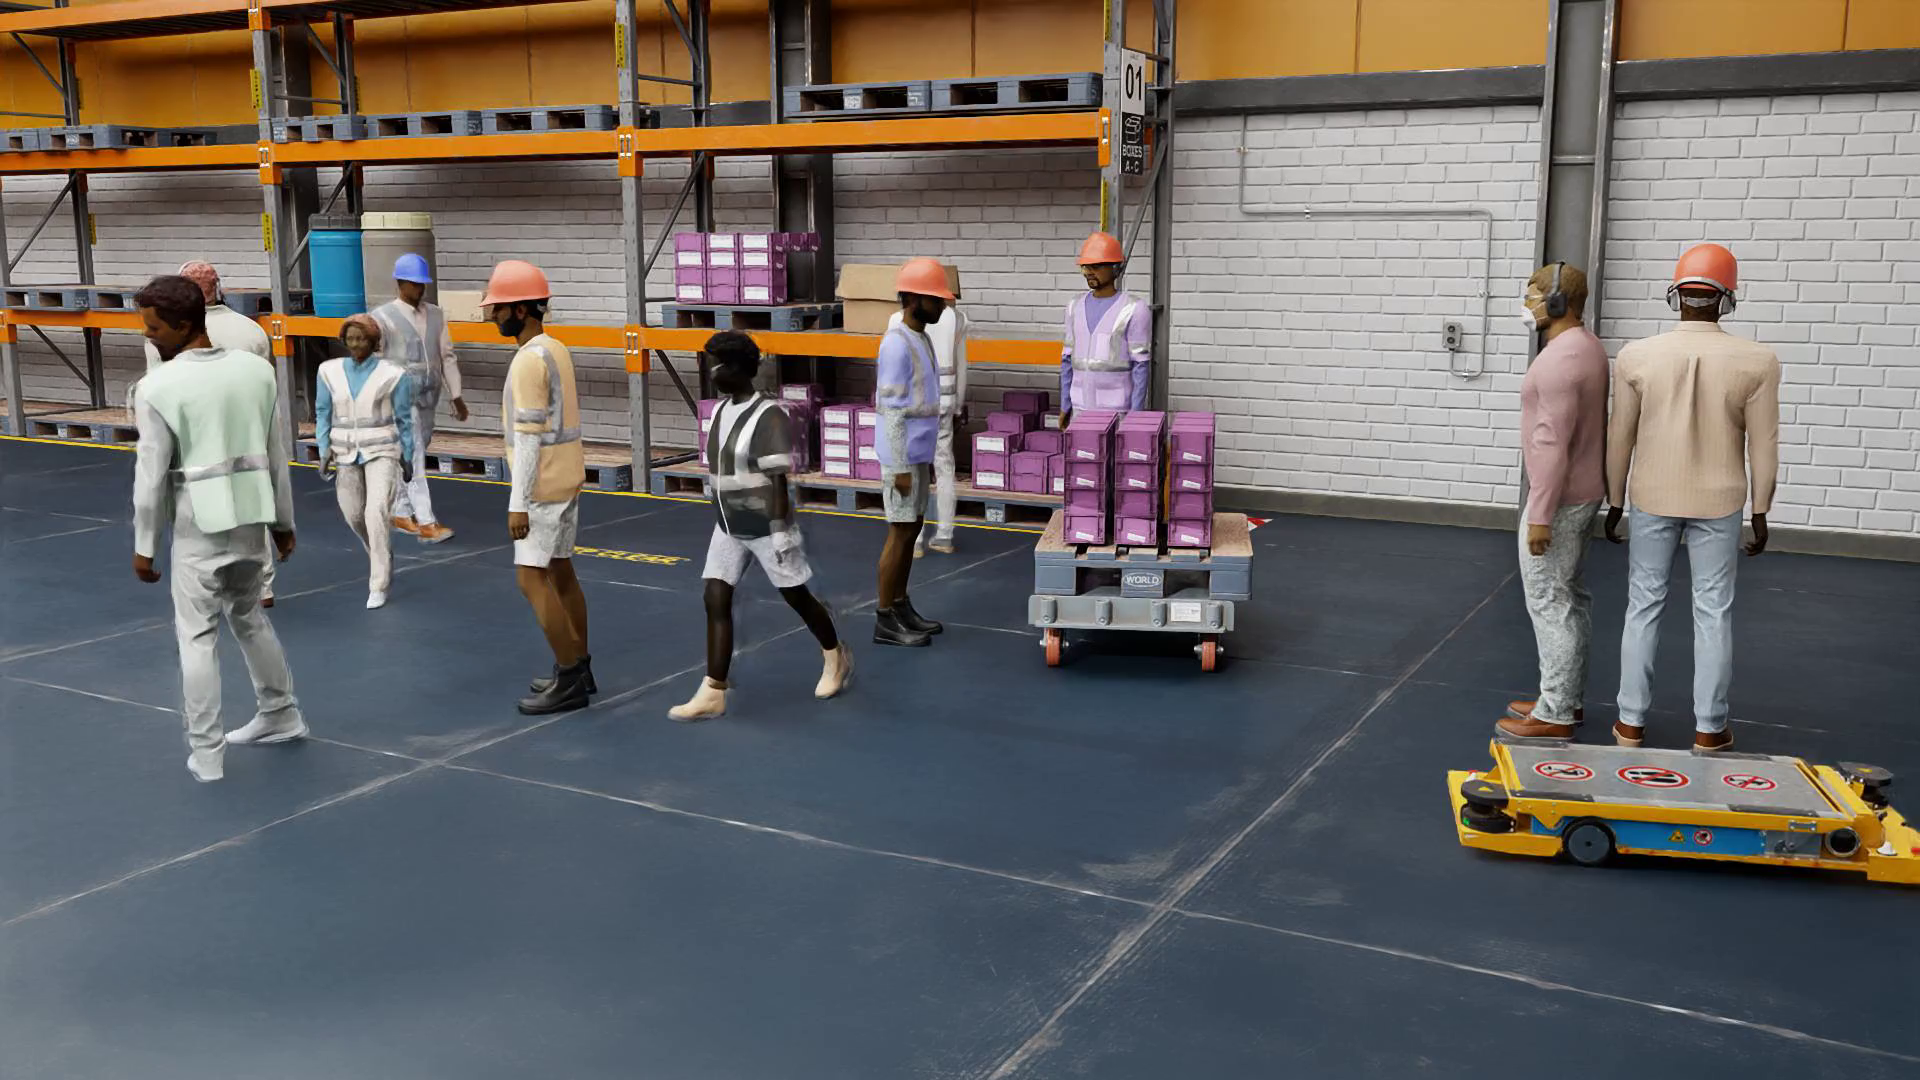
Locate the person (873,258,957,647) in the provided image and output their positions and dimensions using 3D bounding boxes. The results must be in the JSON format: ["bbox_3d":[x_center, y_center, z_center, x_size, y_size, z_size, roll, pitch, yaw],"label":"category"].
[{"bbox_3d":[-0.213,-0.427,8.256,0.414,1.922,0.542,3,11,14],"label":"person"}]

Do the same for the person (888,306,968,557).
[{"bbox_3d":[-0.210,-0.832,10.563,0.582,1.883,0.351,-7,12,-33],"label":"person"}]

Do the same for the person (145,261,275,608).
[{"bbox_3d":[-4.027,-0.541,8.949,0.641,1.899,0.395,-10,14,-44],"label":"person"}]

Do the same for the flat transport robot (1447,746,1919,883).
[{"bbox_3d":[2.400,0.886,5.569,1.431,0.197,0.652,2,11,12],"label":"flat transport robot"}]

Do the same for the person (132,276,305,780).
[{"bbox_3d":[-2.790,-0.048,6.284,0.488,1.881,0.708,5,11,24],"label":"person"}]

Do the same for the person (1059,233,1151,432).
[{"bbox_3d":[0.852,-0.826,10.093,0.605,2.045,0.377,8,13,37],"label":"person"}]

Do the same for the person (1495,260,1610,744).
[{"bbox_3d":[2.402,-0.145,6.684,0.374,1.931,0.643,6,12,30],"label":"person"}]

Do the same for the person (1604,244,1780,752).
[{"bbox_3d":[2.846,-0.148,6.507,0.622,1.994,0.381,5,11,25],"label":"person"}]

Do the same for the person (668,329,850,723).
[{"bbox_3d":[-0.841,-0.082,7.101,0.888,1.648,0.554,-9,14,-41],"label":"person"}]

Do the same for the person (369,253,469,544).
[{"bbox_3d":[-3.581,-0.937,11.095,0.893,1.905,0.607,6,12,30],"label":"person"}]

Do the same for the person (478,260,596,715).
[{"bbox_3d":[-1.817,-0.227,7.155,0.427,1.925,0.547,0,10,0],"label":"person"}]

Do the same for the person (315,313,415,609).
[{"bbox_3d":[-3.301,-0.470,9.311,0.501,1.606,0.761,0,10,0],"label":"person"}]
